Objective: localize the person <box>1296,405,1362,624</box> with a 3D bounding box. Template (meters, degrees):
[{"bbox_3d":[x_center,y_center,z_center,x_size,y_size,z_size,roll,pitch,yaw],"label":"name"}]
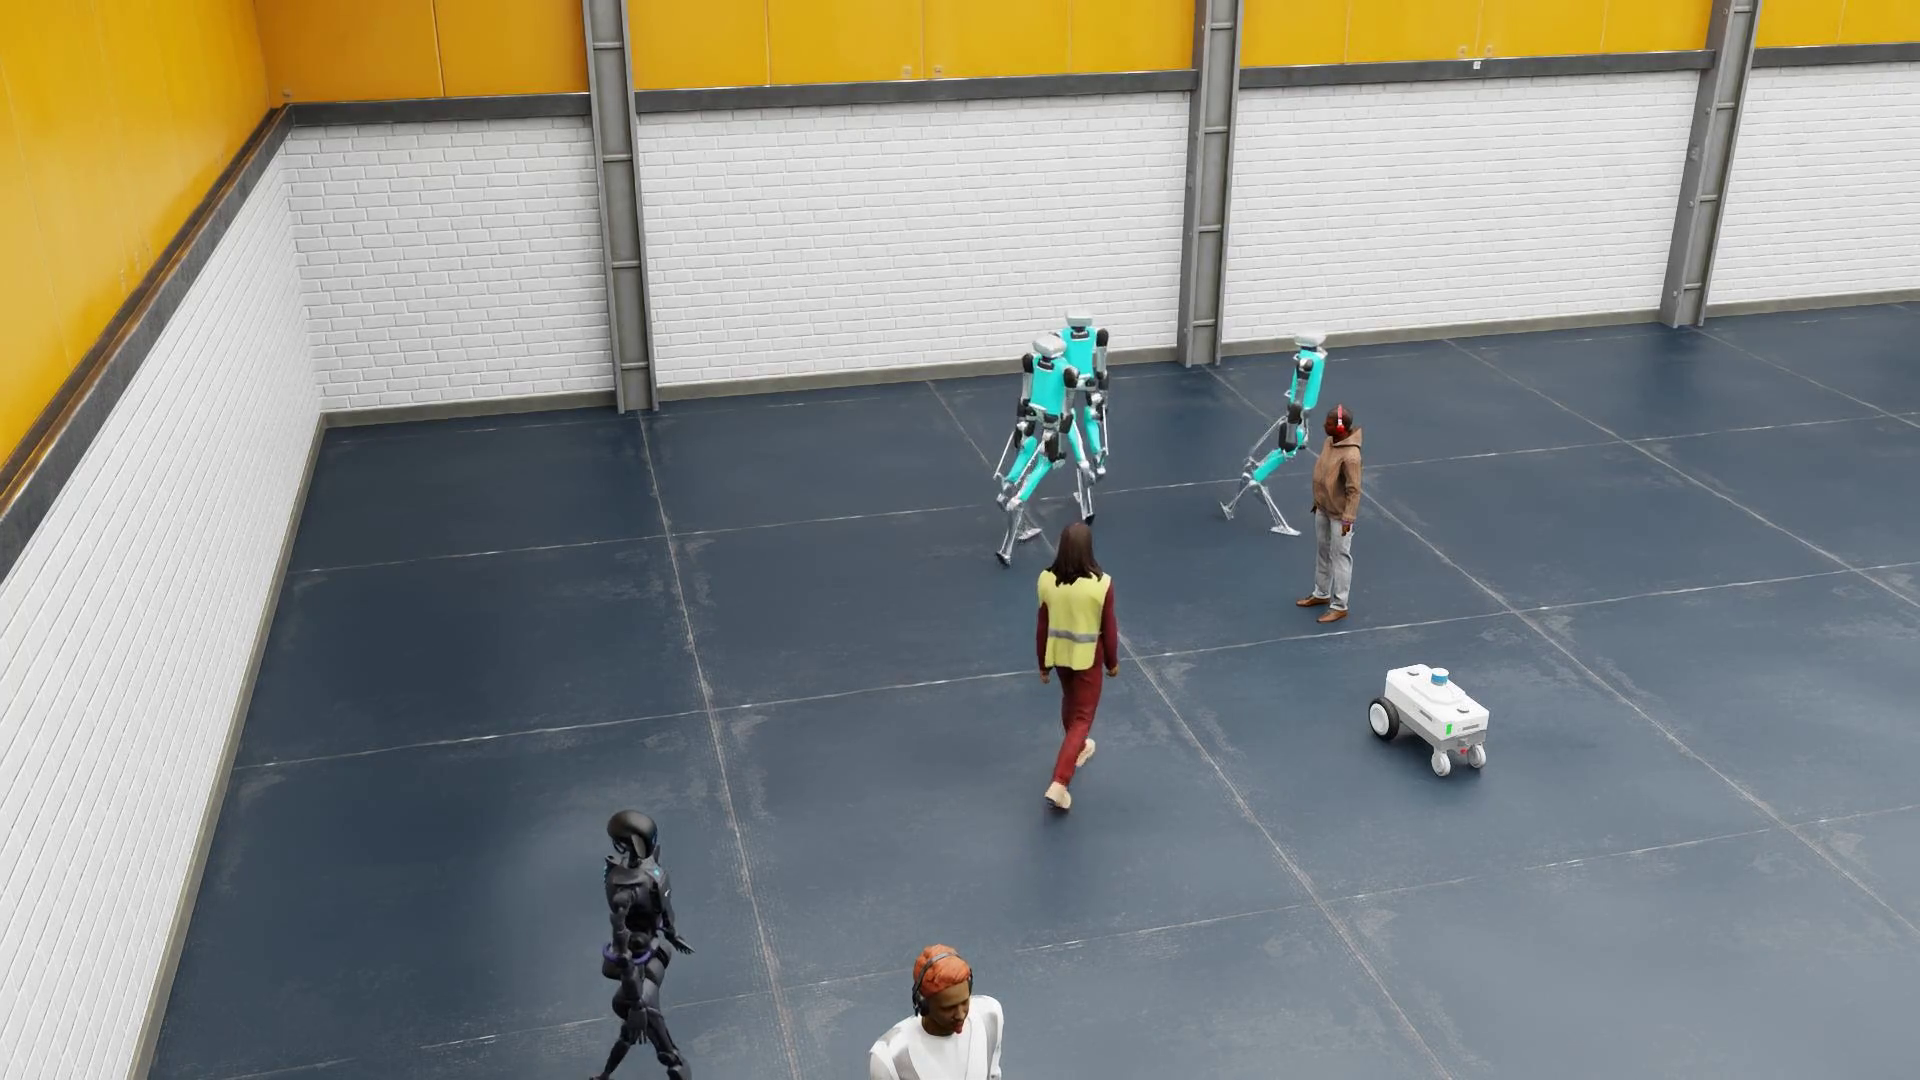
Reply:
[{"bbox_3d":[2.734,-0.199,12.092,0.310,1.649,0.472,-8,25,-17],"label":"person"}]

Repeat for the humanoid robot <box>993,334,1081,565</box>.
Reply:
[{"bbox_3d":[0.481,-0.658,13.108,0.567,1.840,0.877,21,31,39],"label":"humanoid robot"}]

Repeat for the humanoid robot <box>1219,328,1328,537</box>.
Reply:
[{"bbox_3d":[2.484,-0.877,13.593,0.899,1.812,0.559,11,26,23],"label":"humanoid robot"}]

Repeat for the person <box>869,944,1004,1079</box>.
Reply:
[{"bbox_3d":[-0.063,2.297,6.143,0.573,1.882,0.356,-18,29,-35],"label":"person"}]

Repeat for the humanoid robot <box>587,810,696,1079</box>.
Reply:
[{"bbox_3d":[-1.373,1.878,7.410,0.777,1.628,0.602,3,24,6],"label":"humanoid robot"}]

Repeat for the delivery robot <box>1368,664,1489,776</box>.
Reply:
[{"bbox_3d":[2.990,1.092,10.549,0.499,0.614,0.791,-9,25,-19],"label":"delivery robot"}]

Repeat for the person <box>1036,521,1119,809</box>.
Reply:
[{"bbox_3d":[0.673,0.722,9.905,0.469,1.735,0.864,13,27,27],"label":"person"}]

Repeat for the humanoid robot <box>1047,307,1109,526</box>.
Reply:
[{"bbox_3d":[1.053,-0.974,13.784,0.548,1.781,0.955,-5,24,-11],"label":"humanoid robot"}]
